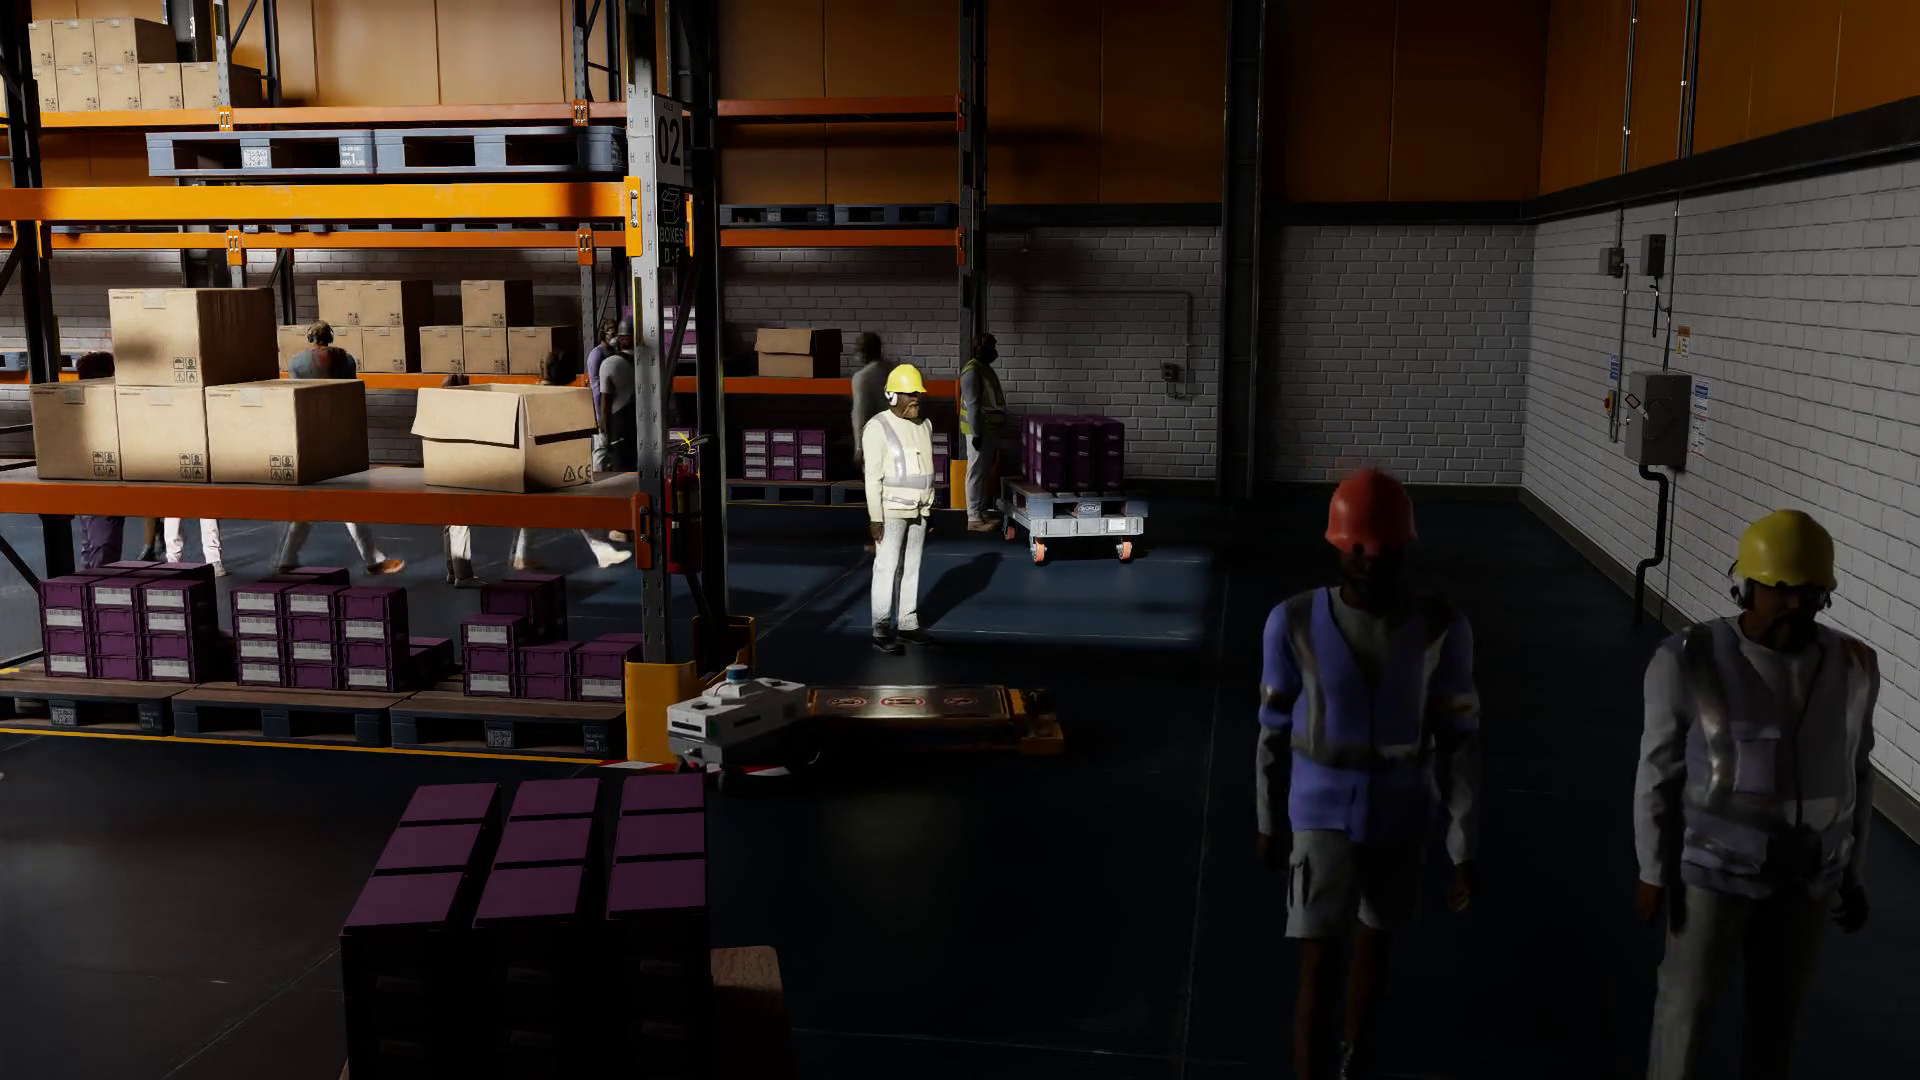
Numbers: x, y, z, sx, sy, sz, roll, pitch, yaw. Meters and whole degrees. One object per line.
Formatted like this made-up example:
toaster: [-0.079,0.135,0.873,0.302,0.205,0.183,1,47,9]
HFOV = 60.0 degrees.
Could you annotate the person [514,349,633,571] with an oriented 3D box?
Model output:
person: [-3.182,-0.631,13.383,0.960,1.789,0.661,0,9,3]

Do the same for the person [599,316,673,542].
person: [-2.933,-1.015,14.982,0.694,2.000,0.544,-7,11,-37]

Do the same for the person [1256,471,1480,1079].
person: [1.074,0.770,4.358,0.558,1.889,0.940,1,9,4]

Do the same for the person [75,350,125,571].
person: [-5.624,-0.288,10.928,0.400,1.902,0.647,-7,12,-37]

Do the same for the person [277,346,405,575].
person: [-4.949,-0.598,13.061,0.953,1.839,0.583,-6,11,-32]

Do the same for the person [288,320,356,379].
person: [-6.230,-1.182,16.333,0.633,1.938,0.356,-5,10,-26]

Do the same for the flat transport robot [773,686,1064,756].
flat transport robot: [-0.211,0.914,8.487,1.431,0.197,0.652,0,9,-1]

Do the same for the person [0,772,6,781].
person: [-4.930,0.302,7.847,0.728,1.712,0.493,3,10,19]

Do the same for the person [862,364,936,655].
person: [-0.358,-0.201,10.577,0.403,1.830,0.599,7,12,38]

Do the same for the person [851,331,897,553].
person: [-0.653,-0.815,14.160,0.484,1.913,0.675,6,11,31]

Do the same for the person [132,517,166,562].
person: [-6.663,-0.720,13.587,0.594,1.904,0.582,2,9,14]

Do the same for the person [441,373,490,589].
person: [-3.826,-0.449,12.714,0.307,1.641,0.512,-5,10,-28]

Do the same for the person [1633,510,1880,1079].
person: [2.023,0.823,4.233,0.600,1.827,0.404,0,9,2]

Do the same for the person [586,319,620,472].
person: [-3.569,-1.276,16.927,0.378,1.937,0.628,2,9,11]

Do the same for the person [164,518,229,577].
person: [-6.031,-0.681,13.049,0.611,1.996,0.387,-6,11,-33]

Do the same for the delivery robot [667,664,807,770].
delivery robot: [-1.047,0.830,7.839,0.477,0.478,0.707,6,11,34]

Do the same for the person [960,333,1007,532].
person: [0.223,-1.010,15.568,0.429,1.845,0.621,2,9,13]
